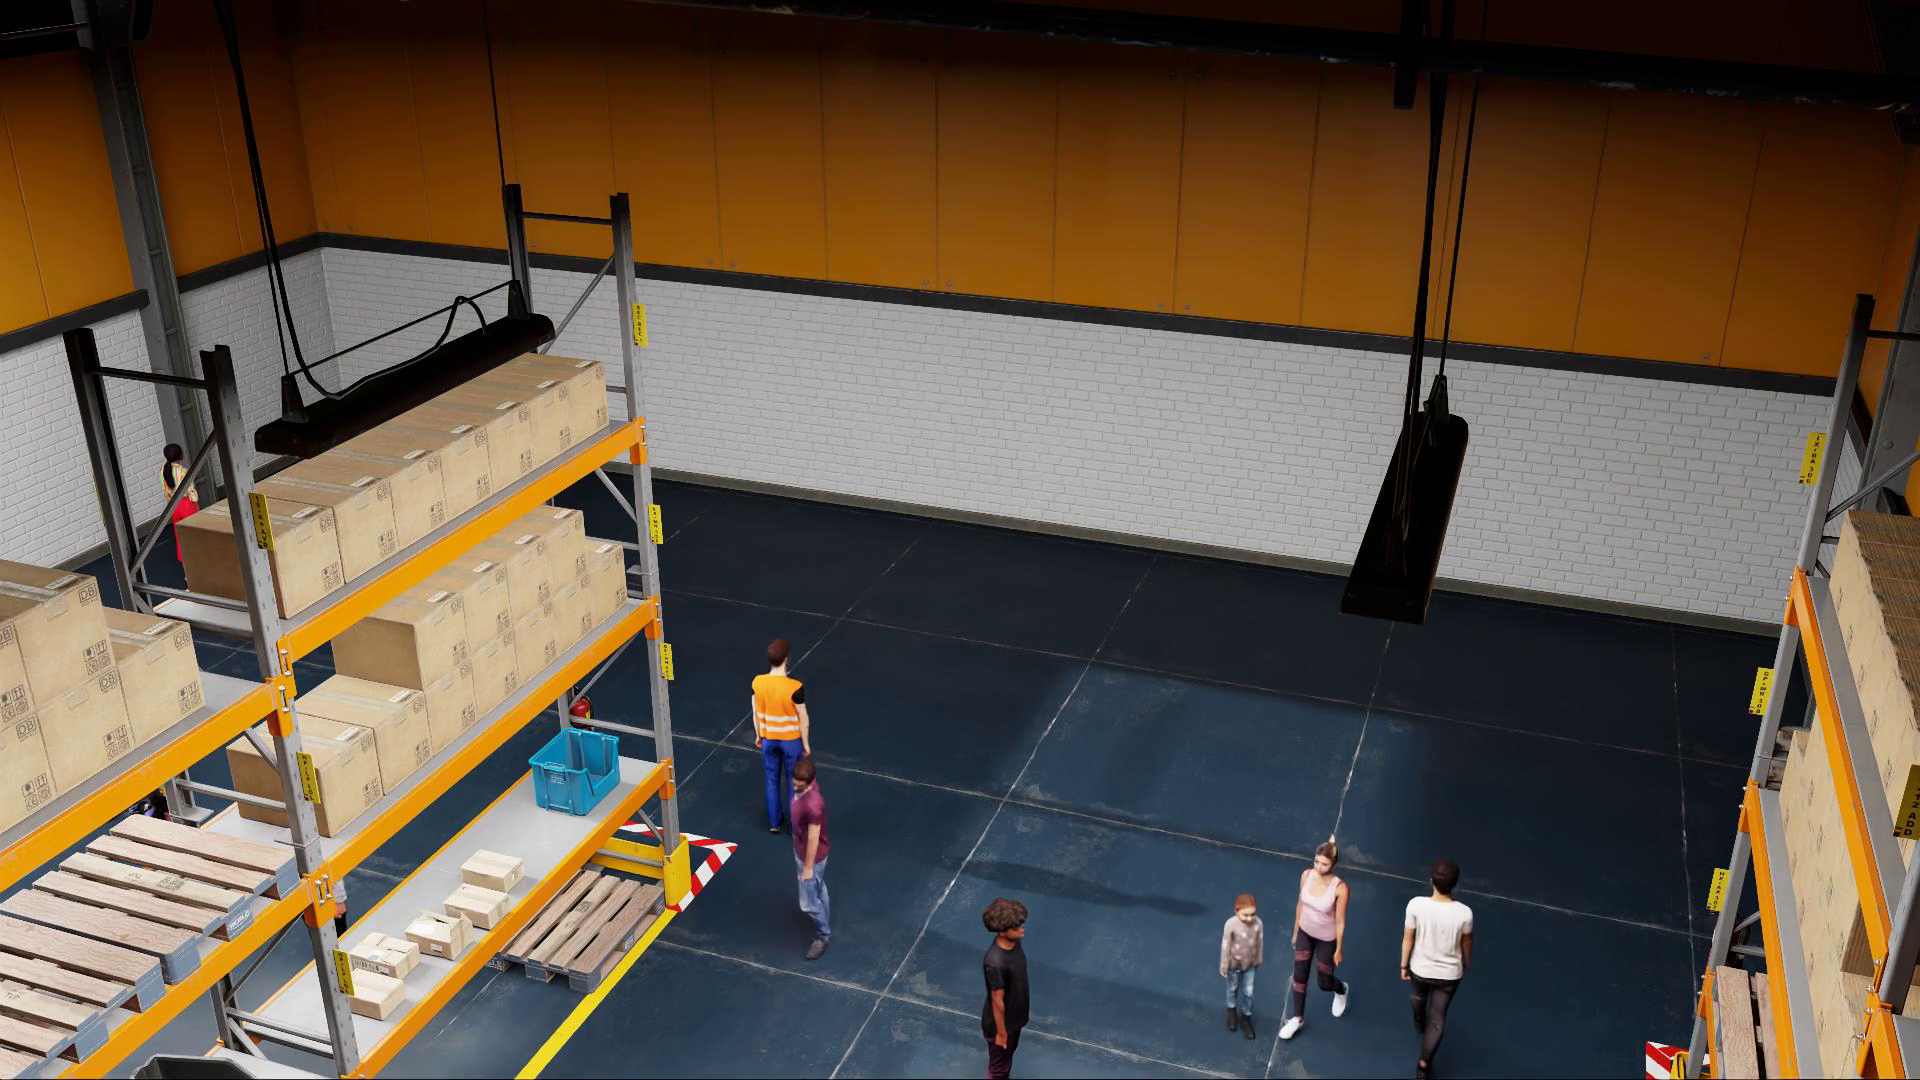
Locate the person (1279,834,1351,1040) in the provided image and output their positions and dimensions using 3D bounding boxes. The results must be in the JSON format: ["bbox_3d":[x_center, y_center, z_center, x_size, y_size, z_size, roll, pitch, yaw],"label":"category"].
[{"bbox_3d":[2.723,2.948,12.461,0.802,1.635,0.990,20,31,38],"label":"person"}]

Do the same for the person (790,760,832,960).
[{"bbox_3d":[-1.174,2.453,13.359,0.970,1.823,0.779,-1,24,-1],"label":"person"}]

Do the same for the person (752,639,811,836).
[{"bbox_3d":[-1.591,1.771,14.840,0.692,1.885,0.633,7,25,16],"label":"person"}]

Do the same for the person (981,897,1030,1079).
[{"bbox_3d":[0.314,3.258,11.566,0.671,1.783,0.512,7,25,16],"label":"person"}]

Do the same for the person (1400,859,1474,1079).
[{"bbox_3d":[3.423,3.124,11.999,0.659,1.682,1.061,10,25,21],"label":"person"}]

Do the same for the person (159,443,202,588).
[{"bbox_3d":[-9.173,-0.300,19.693,0.614,1.793,0.554,5,24,12],"label":"person"}]

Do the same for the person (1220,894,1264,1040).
[{"bbox_3d":[2.115,3.142,12.575,0.585,1.187,0.653,0,24,-1],"label":"person"}]
